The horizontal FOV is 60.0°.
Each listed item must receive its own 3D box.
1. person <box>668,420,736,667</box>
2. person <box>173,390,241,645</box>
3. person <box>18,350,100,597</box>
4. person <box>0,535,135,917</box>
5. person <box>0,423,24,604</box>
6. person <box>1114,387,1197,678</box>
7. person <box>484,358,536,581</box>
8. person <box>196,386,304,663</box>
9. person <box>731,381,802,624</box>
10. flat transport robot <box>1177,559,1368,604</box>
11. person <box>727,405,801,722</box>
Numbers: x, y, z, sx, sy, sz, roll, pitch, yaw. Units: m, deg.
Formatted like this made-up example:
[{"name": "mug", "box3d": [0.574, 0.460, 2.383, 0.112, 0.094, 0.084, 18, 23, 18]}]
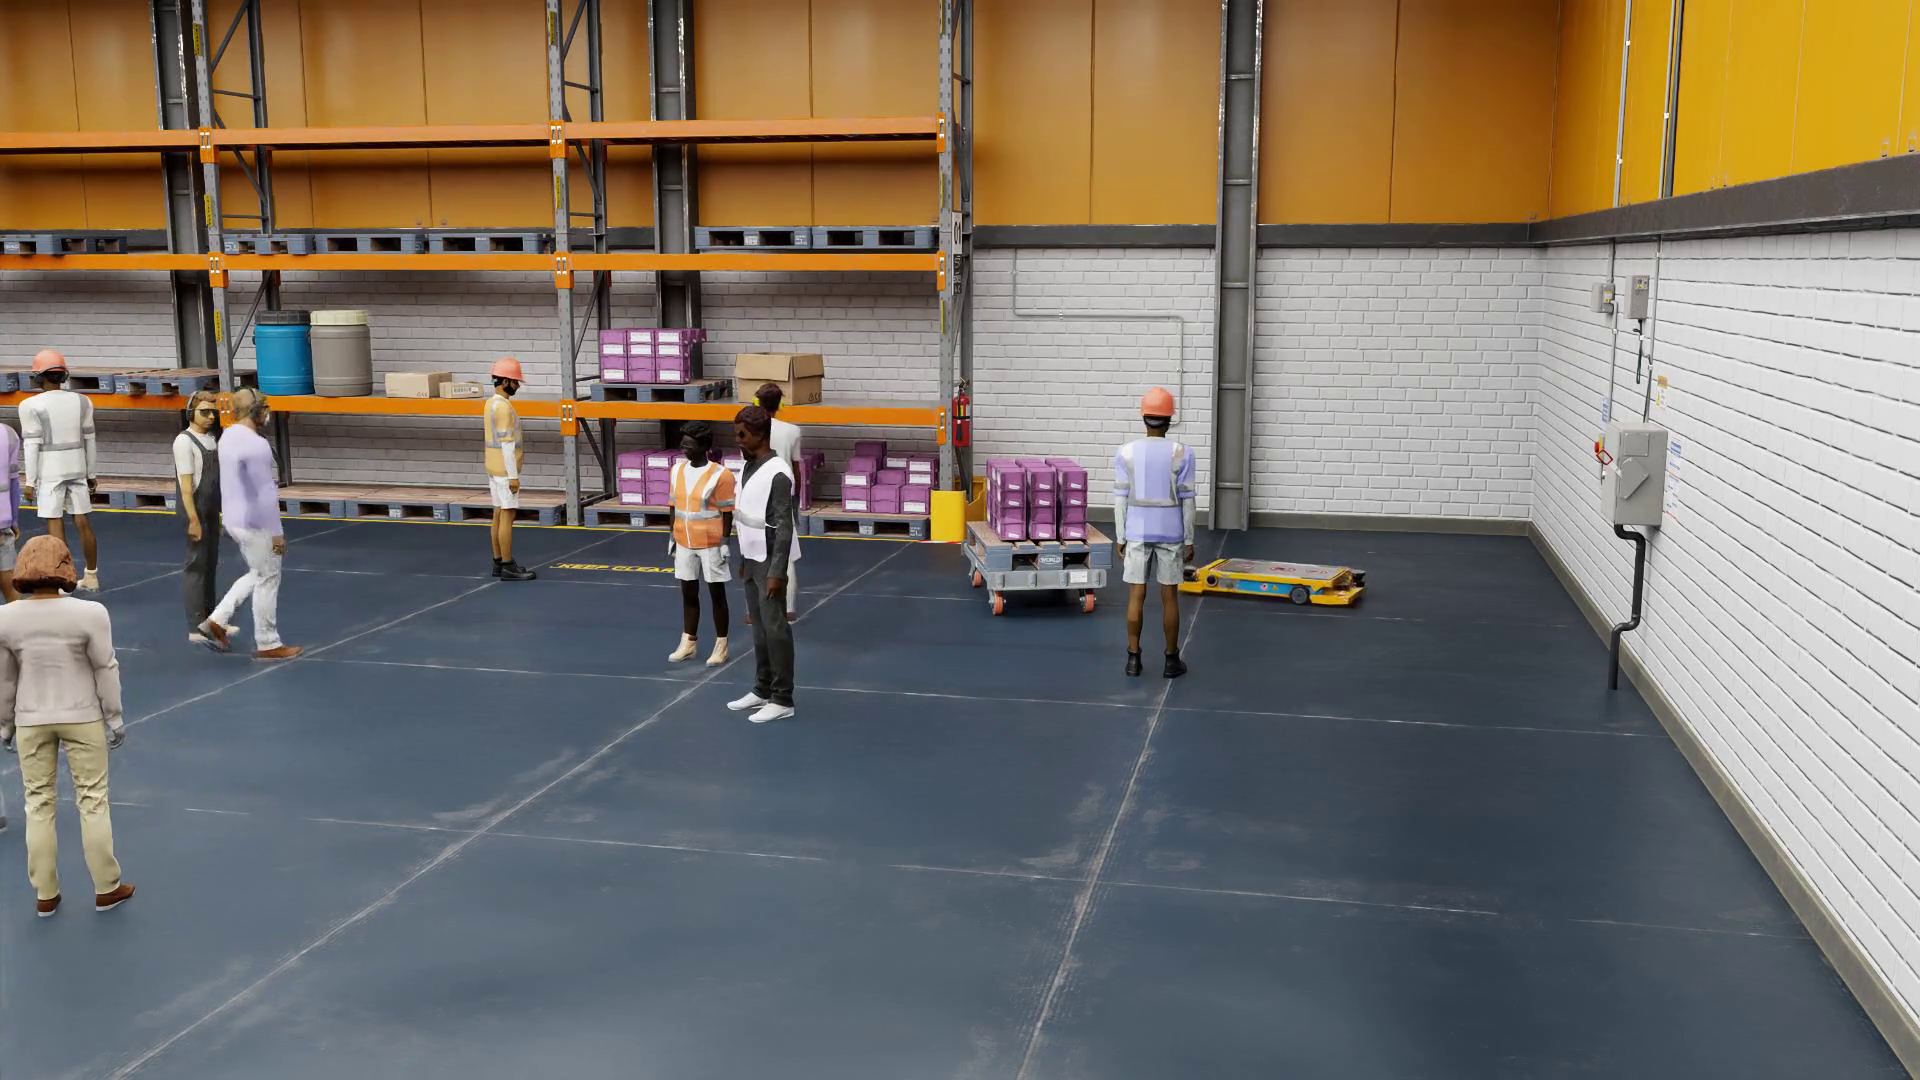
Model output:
[{"name": "person", "box3d": [-1.781, 0.022, 11.406, 0.530, 1.693, 0.321, 5, 11, 26]}, {"name": "person", "box3d": [-5.493, -0.168, 12.089, 0.351, 1.842, 0.507, 0, 10, -2]}, {"name": "person", "box3d": [-7.439, -0.544, 13.723, 0.389, 2.041, 0.614, 5, 11, 29]}, {"name": "person", "box3d": [-3.816, 0.786, 7.057, 0.499, 1.633, 0.284, -2, 10, -12]}, {"name": "person", "box3d": [-6.586, -0.114, 11.173, 0.376, 2.042, 0.615, 2, 10, 10]}, {"name": "person", "box3d": [1.300, -0.043, 11.064, 0.548, 1.937, 0.358, 2, 10, 14]}, {"name": "person", "box3d": [-3.924, -0.610, 14.443, 0.371, 1.931, 0.543, -5, 11, -28]}, {"name": "person", "box3d": [-4.904, -0.091, 11.415, 0.537, 1.919, 0.664, -8, 12, -39]}, {"name": "person", "box3d": [-1.455, -0.269, 12.616, 0.557, 1.868, 0.310, -5, 11, -28]}, {"name": "flat transport robot", "box3d": [2.591, 0.329, 13.788, 1.431, 0.197, 0.652, 5, 11, 27]}, {"name": "person", "box3d": [-1.178, 0.137, 10.073, 0.390, 1.913, 0.587, -5, 11, -27]}]
